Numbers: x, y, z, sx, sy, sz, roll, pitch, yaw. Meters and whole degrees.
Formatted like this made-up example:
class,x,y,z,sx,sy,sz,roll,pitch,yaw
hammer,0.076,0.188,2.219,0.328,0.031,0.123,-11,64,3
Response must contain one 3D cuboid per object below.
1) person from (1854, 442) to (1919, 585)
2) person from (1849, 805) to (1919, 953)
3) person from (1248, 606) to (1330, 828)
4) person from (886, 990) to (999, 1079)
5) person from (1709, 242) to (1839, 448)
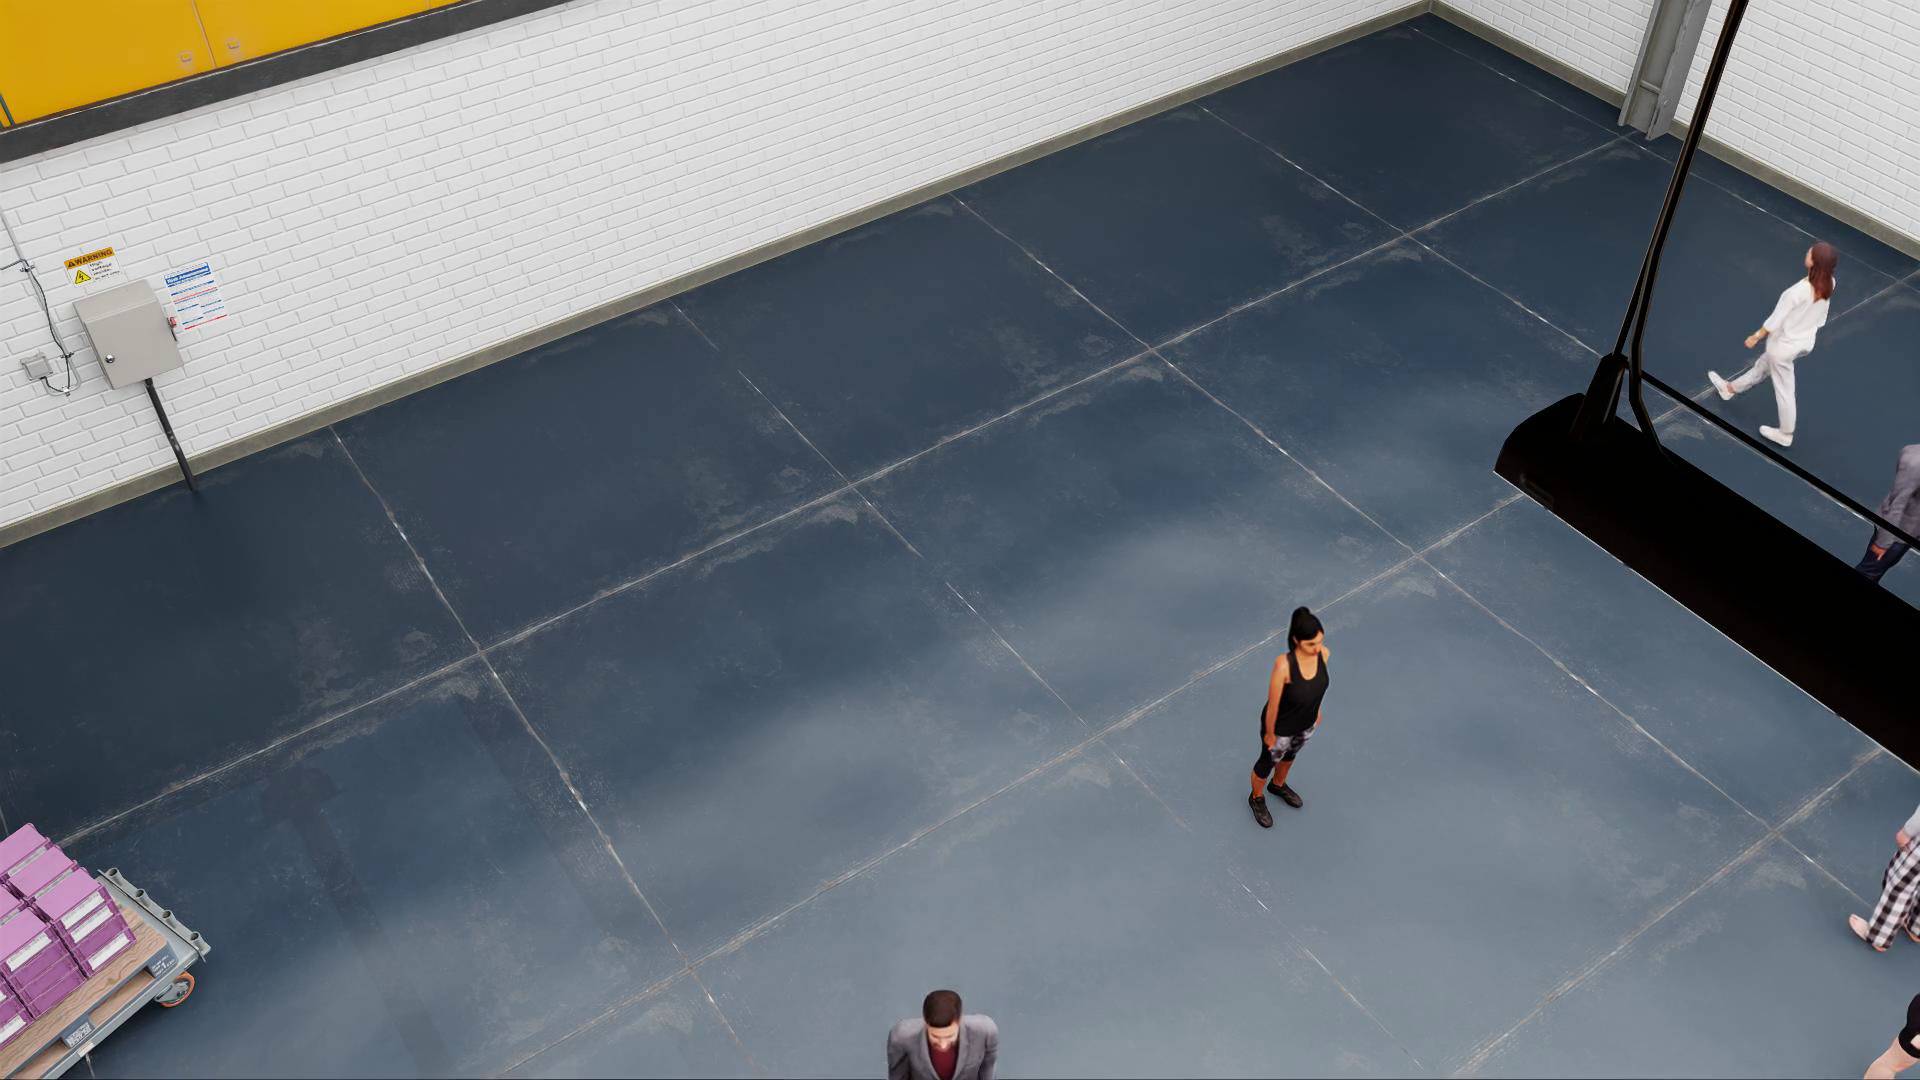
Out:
class,x,y,z,sx,sy,sz,roll,pitch,yaw
person,6.201,-0.116,10.982,0.706,1.817,0.559,-25,49,-24
person,5.437,1.620,9.142,0.706,1.841,0.709,-9,44,-9
person,1.959,1.042,9.882,0.572,1.659,0.494,-25,49,-24
person,-0.092,2.656,8.042,0.861,1.859,0.916,-2,44,-2
person,6.287,-1.422,12.483,0.598,1.638,1.057,-27,50,-25
